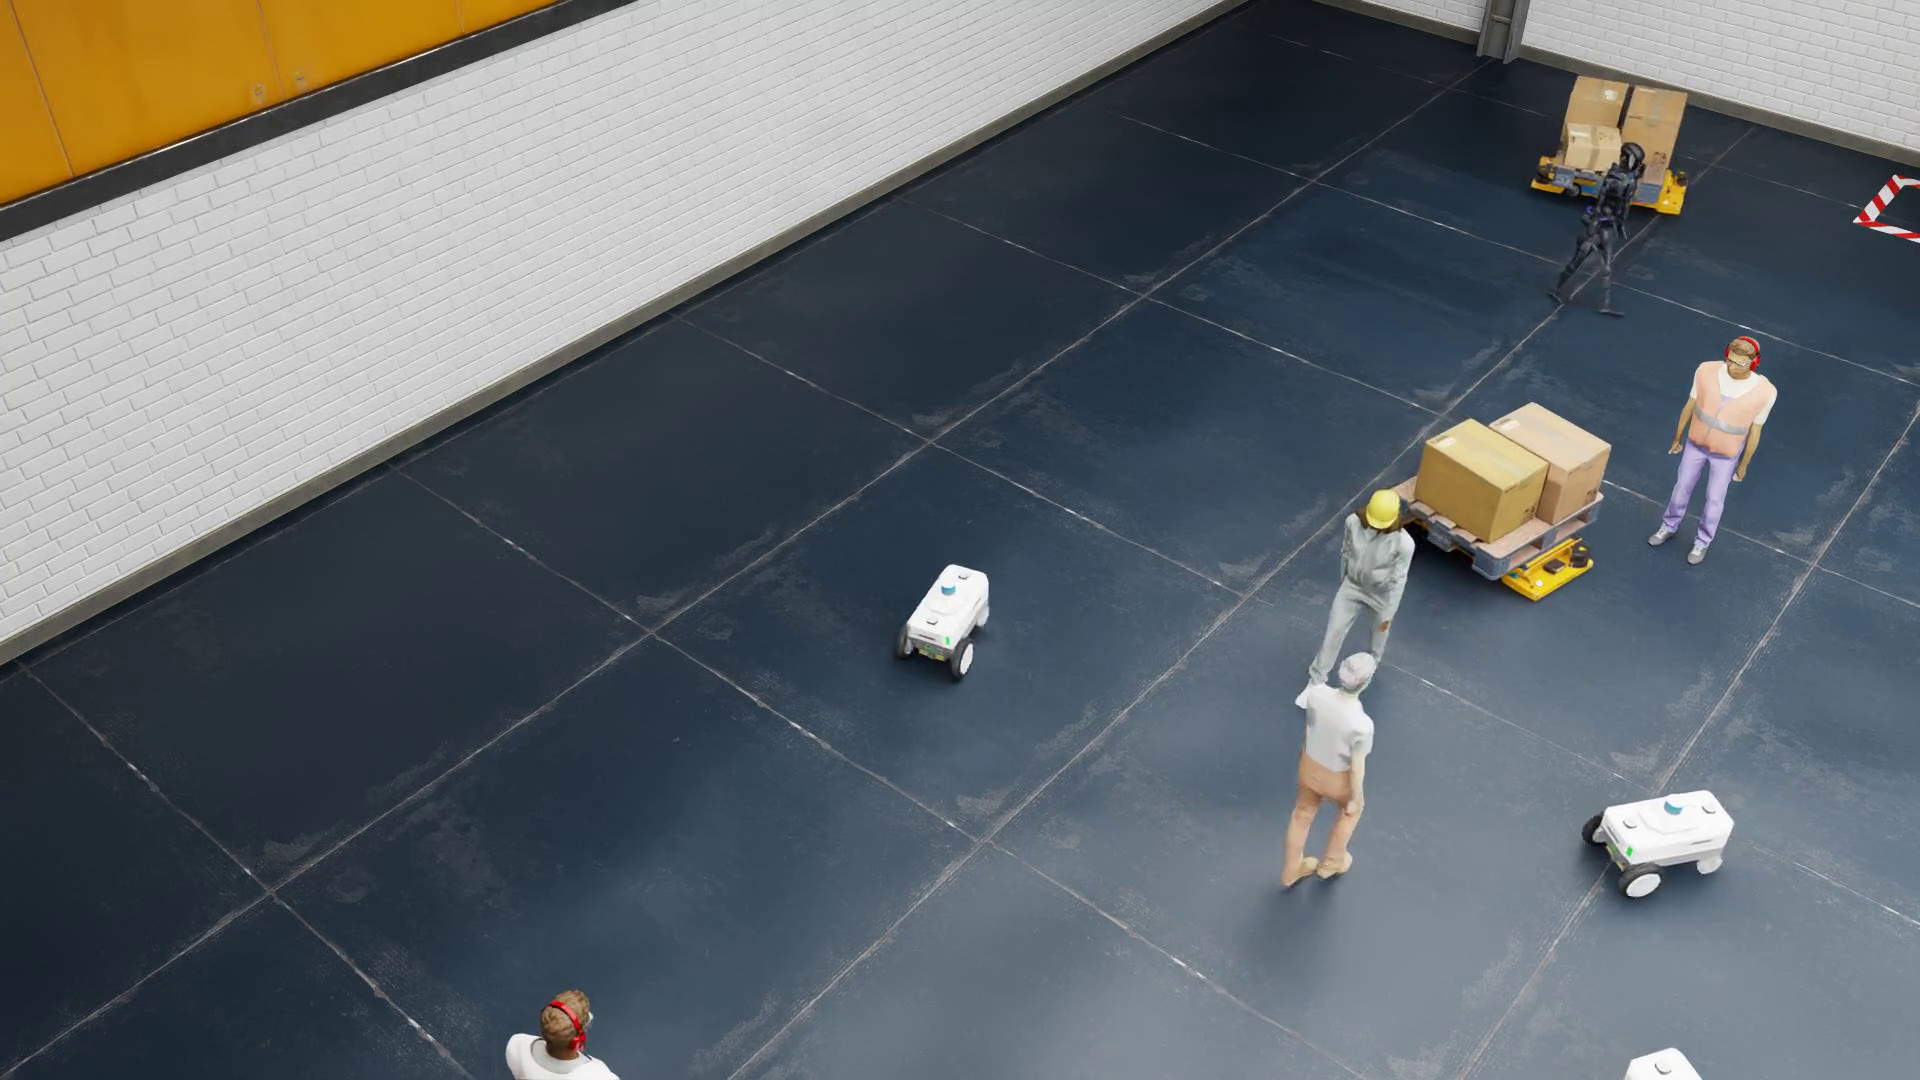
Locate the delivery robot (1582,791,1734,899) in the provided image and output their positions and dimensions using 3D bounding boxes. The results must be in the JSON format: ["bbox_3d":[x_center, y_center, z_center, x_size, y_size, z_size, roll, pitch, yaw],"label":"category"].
[{"bbox_3d":[4.165,1.750,9.881,0.784,0.589,0.499,-8,40,-10],"label":"delivery robot"}]

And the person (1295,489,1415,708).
[{"bbox_3d":[2.585,0.381,10.672,0.490,1.698,0.815,24,45,27],"label":"person"}]

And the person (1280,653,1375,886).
[{"bbox_3d":[2.138,1.298,9.512,0.584,1.724,0.495,-31,48,-32],"label":"person"}]

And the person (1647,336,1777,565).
[{"bbox_3d":[5.383,-0.671,11.870,0.561,1.838,0.374,31,48,32],"label":"person"}]

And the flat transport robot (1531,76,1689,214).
[{"bbox_3d":[6.565,-3.631,16.794,1.431,0.231,0.659,15,41,18],"label":"flat transport robot"}]

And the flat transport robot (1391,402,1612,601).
[{"bbox_3d":[3.936,-0.095,12.404,0.659,0.231,1.431,-25,45,-28],"label":"flat transport robot"}]

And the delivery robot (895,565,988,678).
[{"bbox_3d":[-0.081,0.510,11.402,0.499,0.566,0.742,16,41,18],"label":"delivery robot"}]

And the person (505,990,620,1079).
[{"bbox_3d":[-1.752,2.738,7.643,0.569,1.832,0.389,15,41,18],"label":"person"}]

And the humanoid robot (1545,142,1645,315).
[{"bbox_3d":[5.644,-2.734,14.586,0.589,1.620,0.766,-28,47,-30],"label":"humanoid robot"}]

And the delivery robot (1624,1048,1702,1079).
[{"bbox_3d":[3.666,2.988,8.358,0.499,0.605,0.781,-11,40,-13],"label":"delivery robot"}]
